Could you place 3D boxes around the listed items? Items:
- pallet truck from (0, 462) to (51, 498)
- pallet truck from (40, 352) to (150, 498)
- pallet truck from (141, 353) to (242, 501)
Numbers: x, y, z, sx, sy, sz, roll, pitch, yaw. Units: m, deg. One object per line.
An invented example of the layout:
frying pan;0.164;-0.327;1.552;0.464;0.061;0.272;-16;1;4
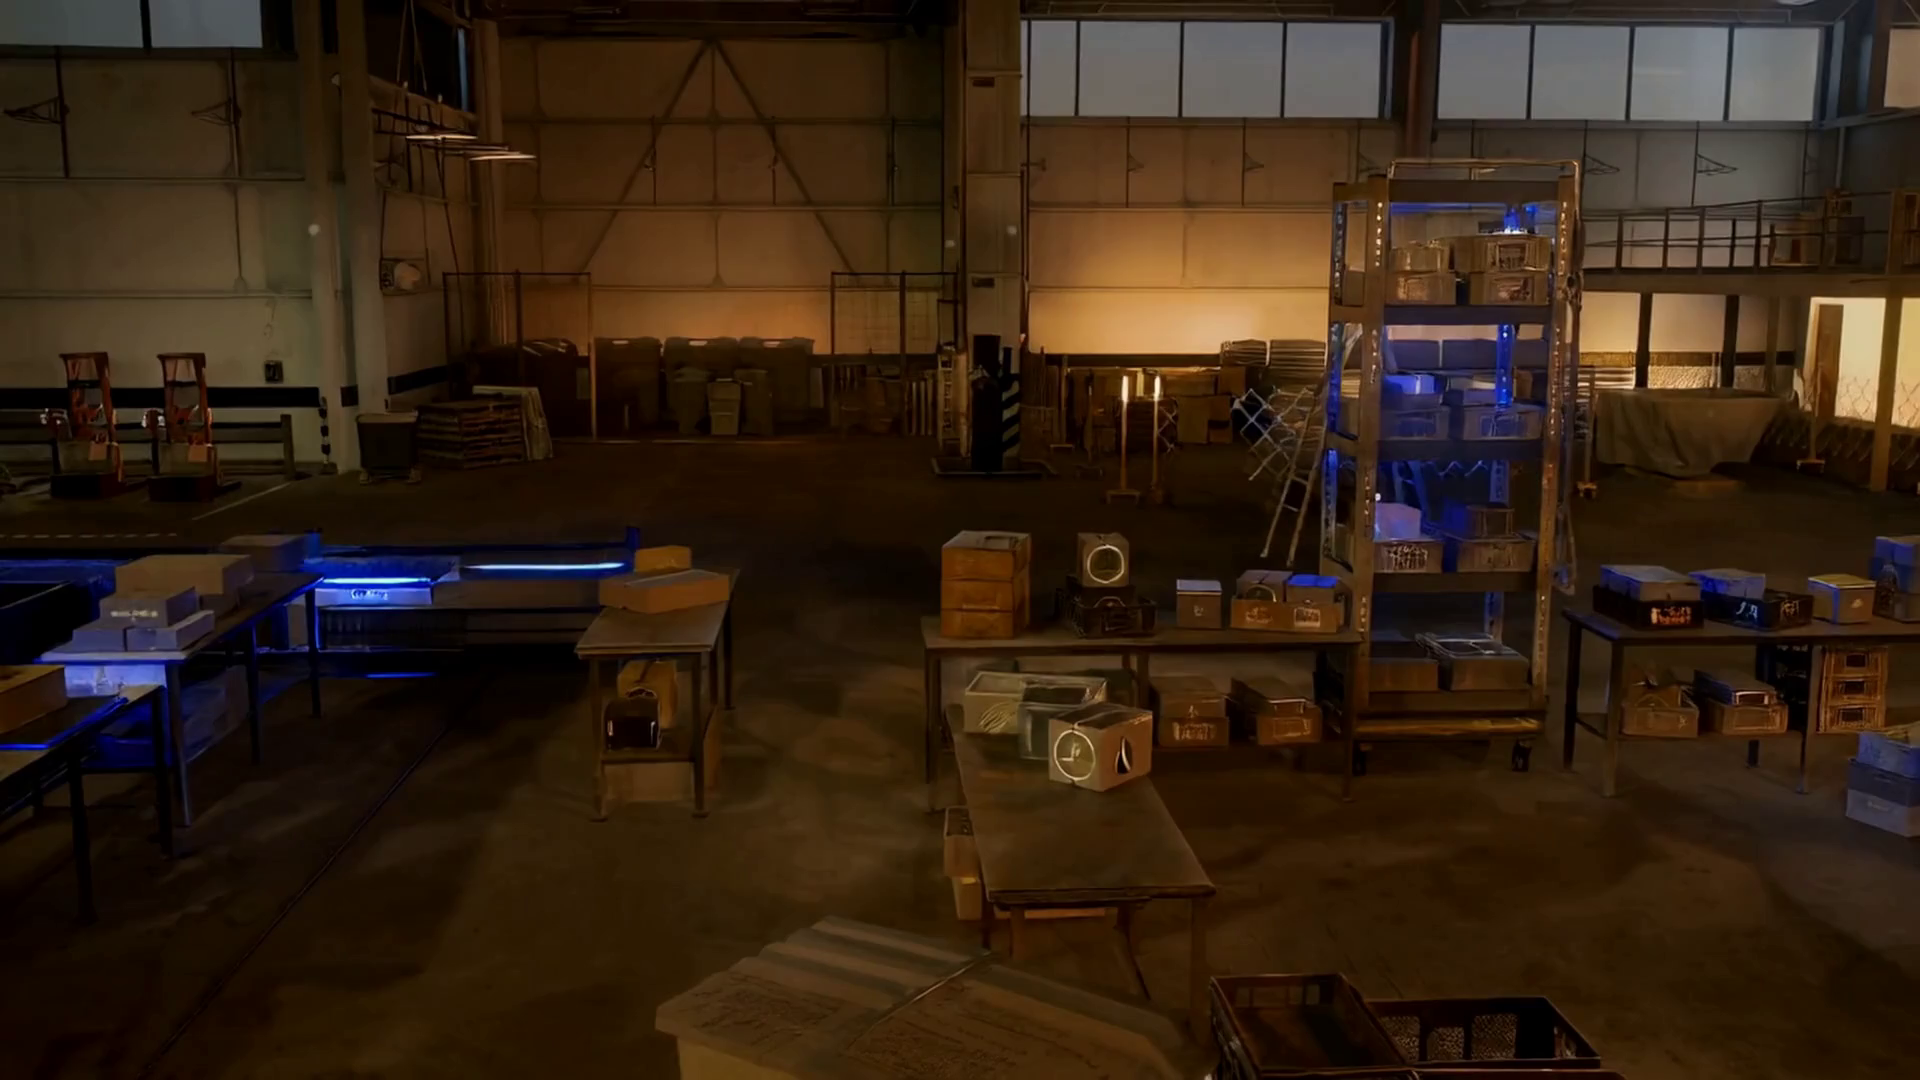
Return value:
pallet truck;-13.193;-1.293;23.148;0.653;1.274;1.630;-1;9;-4
pallet truck;-11.907;-1.642;23.165;0.823;1.965;1.885;0;9;0
pallet truck;-10.520;-1.604;22.925;0.823;1.965;1.885;-1;9;-6
